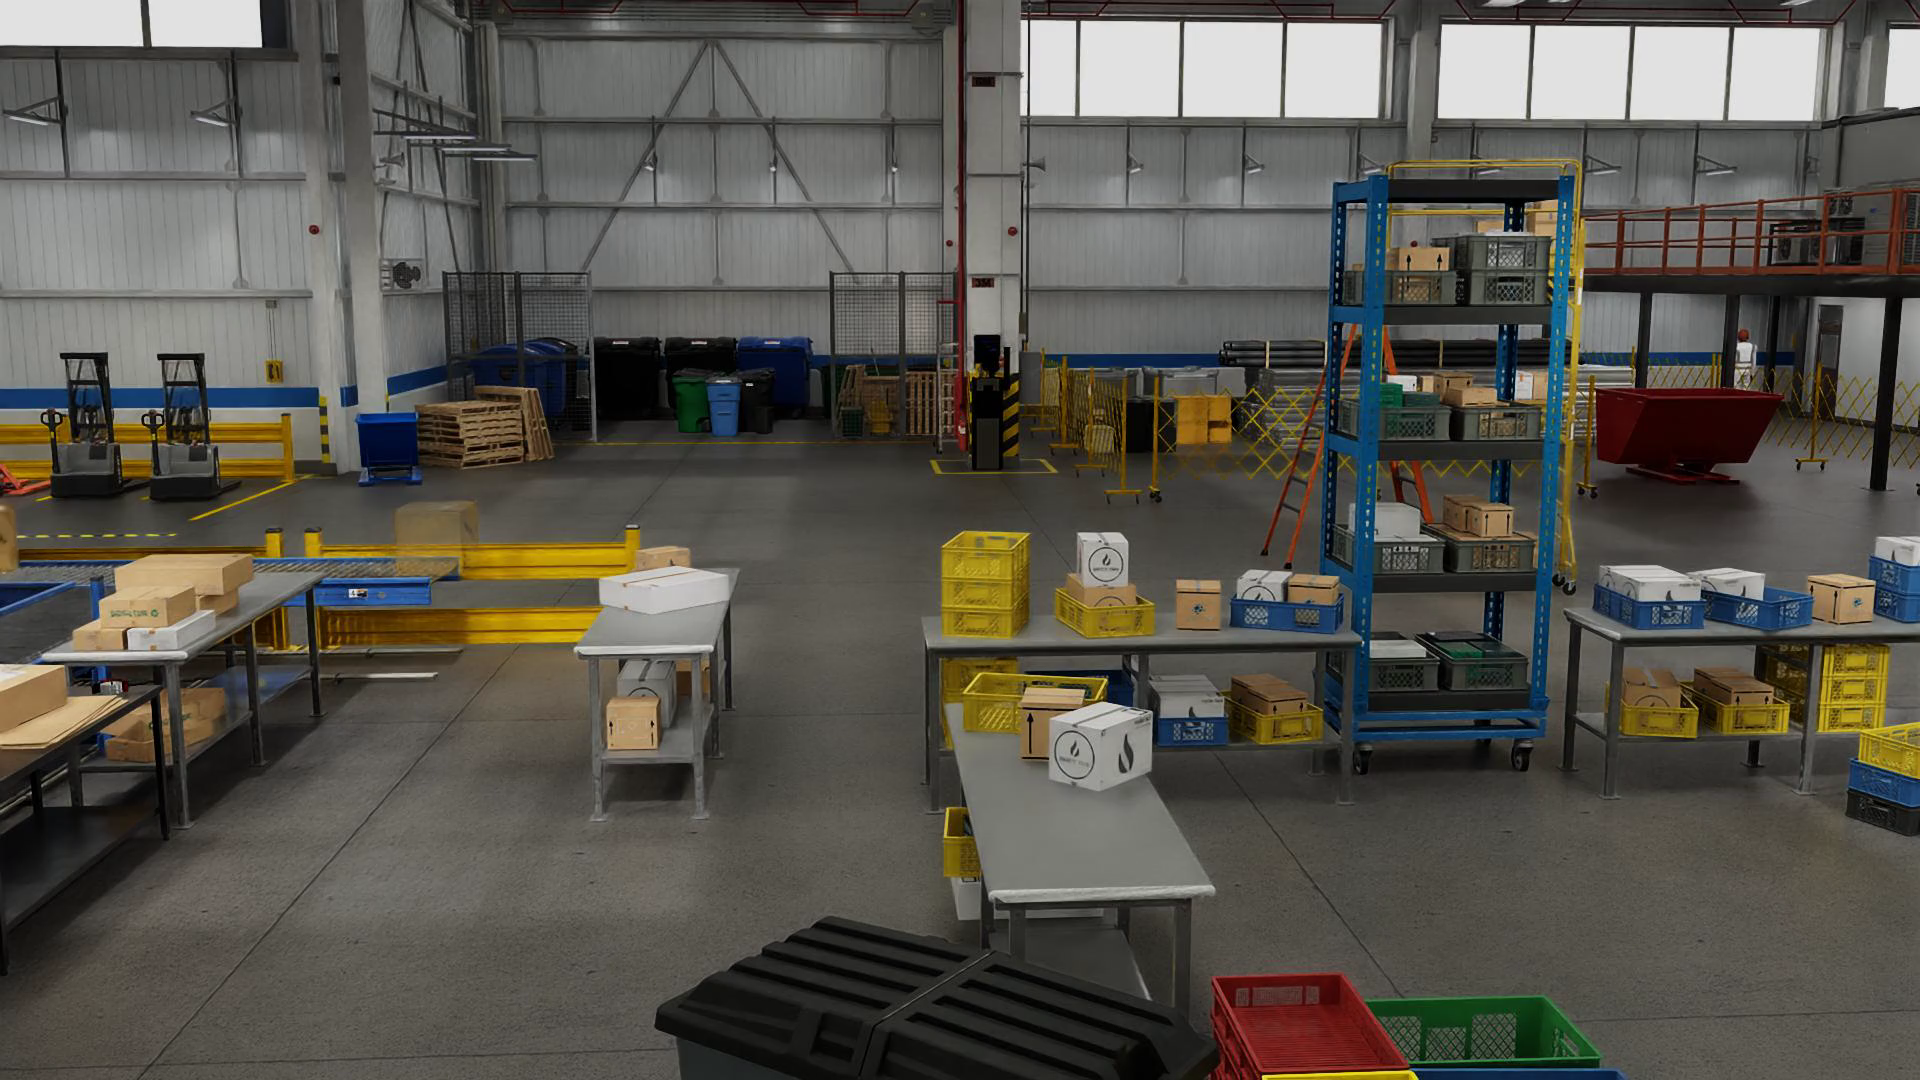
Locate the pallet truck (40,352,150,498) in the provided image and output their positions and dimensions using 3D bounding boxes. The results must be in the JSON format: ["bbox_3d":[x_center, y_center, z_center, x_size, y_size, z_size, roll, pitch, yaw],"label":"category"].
[{"bbox_3d":[-11.907,-1.642,23.165,0.823,1.965,1.885,0,9,0],"label":"pallet truck"}]

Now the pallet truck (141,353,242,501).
[{"bbox_3d":[-10.520,-1.604,22.925,0.823,1.965,1.885,-1,9,-6],"label":"pallet truck"}]

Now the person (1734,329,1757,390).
[{"bbox_3d":[16.680,-3.550,35.500,0.575,1.885,0.355,0,9,-1],"label":"person"}]

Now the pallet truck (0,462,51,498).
[{"bbox_3d":[-13.193,-1.293,23.148,0.653,1.274,1.630,-1,9,-4],"label":"pallet truck"}]
